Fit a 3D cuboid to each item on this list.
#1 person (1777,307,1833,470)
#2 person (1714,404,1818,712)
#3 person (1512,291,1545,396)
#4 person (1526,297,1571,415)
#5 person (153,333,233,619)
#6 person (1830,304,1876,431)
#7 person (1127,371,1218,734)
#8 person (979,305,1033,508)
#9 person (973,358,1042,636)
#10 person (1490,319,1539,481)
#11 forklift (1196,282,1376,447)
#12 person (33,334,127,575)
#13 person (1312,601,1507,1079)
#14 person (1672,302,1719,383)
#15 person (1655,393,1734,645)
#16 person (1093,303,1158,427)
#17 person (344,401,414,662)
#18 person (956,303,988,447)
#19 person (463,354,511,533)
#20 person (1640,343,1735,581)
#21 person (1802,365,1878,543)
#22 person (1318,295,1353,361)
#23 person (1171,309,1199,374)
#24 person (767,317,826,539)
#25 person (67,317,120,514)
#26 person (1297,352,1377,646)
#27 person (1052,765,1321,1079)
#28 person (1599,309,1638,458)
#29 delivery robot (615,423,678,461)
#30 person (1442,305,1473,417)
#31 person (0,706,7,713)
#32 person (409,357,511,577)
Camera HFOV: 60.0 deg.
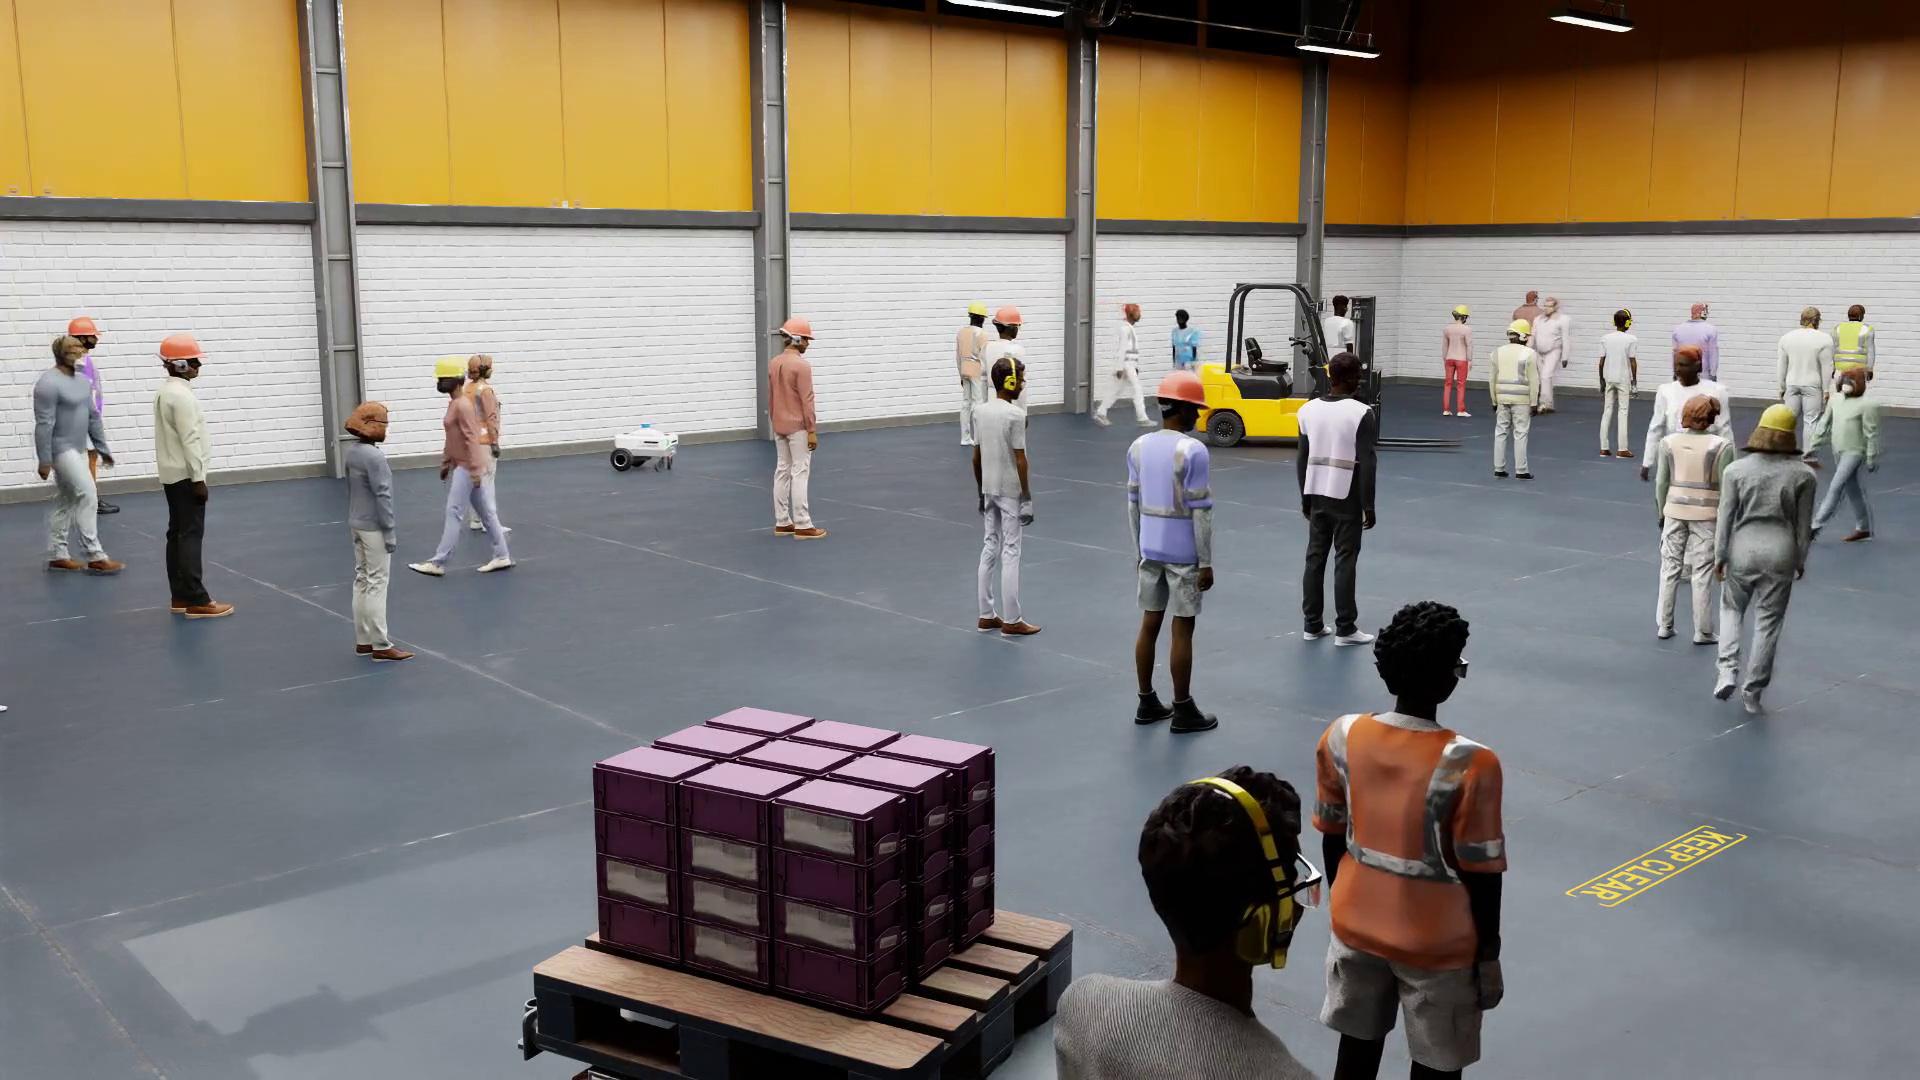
[{"bbox_3d":[10.047,-1.801,19.798,0.370,1.934,0.627,-8,13,-40],"label":"person"},{"bbox_3d":[4.475,0.105,9.286,0.493,1.720,0.407,4,11,24],"label":"person"},{"bbox_3d":[10.332,-3.553,30.132,0.406,1.911,0.636,-8,13,-40],"label":"person"},{"bbox_3d":[9.347,-2.940,26.631,0.784,1.875,0.659,-5,11,-28],"label":"person"},{"bbox_3d":[-5.433,-0.449,11.700,0.379,1.996,0.609,-8,13,-40],"label":"person"},{"bbox_3d":[12.820,-2.456,23.901,0.430,1.845,0.619,-8,13,-40],"label":"person"},{"bbox_3d":[1.149,0.063,8.898,0.374,1.928,0.542,-8,13,-40],"label":"person"},{"bbox_3d":[0.468,-1.316,16.635,0.380,2.045,0.605,-8,13,-40],"label":"person"},{"bbox_3d":[0.301,-0.288,11.148,0.326,1.865,0.518,-8,13,-40],"label":"person"},{"bbox_3d":[6.281,-1.577,18.809,0.403,1.823,0.586,-8,13,-40],"label":"person"},{"bbox_3d":[4.328,-2.346,22.227,2.313,2.155,1.214,3,10,16],"label":"forklift"},{"bbox_3d":[-6.981,-0.675,13.256,0.823,1.907,0.647,-1,10,-4],"label":"person"},{"bbox_3d":[1.119,0.990,4.145,0.321,1.697,0.529,-8,13,-40],"label":"person"},{"bbox_3d":[10.105,-2.304,22.842,0.406,1.902,0.636,-8,13,-40],"label":"person"},{"bbox_3d":[4.803,-0.135,10.895,0.311,1.642,0.512,-8,13,-40],"label":"person"},{"bbox_3d":[2.451,-2.608,24.810,0.967,1.843,0.580,2,10,11],"label":"person"},{"bbox_3d":[-3.682,-0.056,10.455,0.278,1.633,0.498,-8,13,-40],"label":"person"},{"bbox_3d":[0.201,-2.192,22.134,0.381,1.918,0.584,-8,13,-40],"label":"person"},{"bbox_3d":[-4.378,-0.882,15.272,0.311,1.642,0.512,-8,13,-40],"label":"person"},{"bbox_3d":[5.654,-0.594,12.948,0.675,1.857,0.658,-7,12,-34],"label":"person"},{"bbox_3d":[7.733,-0.744,14.614,0.887,1.580,0.526,-2,10,-9],"label":"person"},{"bbox_3d":[5.612,-2.660,24.755,0.378,1.958,0.600,-8,13,-40],"label":"person"},{"bbox_3d":[3.703,-2.959,27.343,0.542,1.674,0.441,9,13,41],"label":"person"},{"bbox_3d":[-1.477,-1.002,14.964,0.391,1.986,0.609,-8,13,-40],"label":"person"},{"bbox_3d":[-8.590,-1.223,16.399,0.363,1.939,0.542,-8,13,-40],"label":"person"},{"bbox_3d":[2.454,-0.266,10.873,0.390,1.914,0.587,-8,13,-40],"label":"person"},{"bbox_3d":[0.343,1.221,2.288,0.326,1.874,0.518,-8,13,-40],"label":"person"},{"bbox_3d":[8.305,-1.971,20.974,0.326,1.874,0.518,-8,13,-40],"label":"person"},{"bbox_3d":[-3.720,-1.150,19.741,0.707,0.478,0.477,2,10,11],"label":"delivery robot"},{"bbox_3d":[7.861,-2.816,26.256,0.327,1.760,0.523,-8,13,-40],"label":"person"},{"bbox_3d":[-5.556,0.156,9.204,0.311,1.639,0.512,-8,13,-40],"label":"person"},{"bbox_3d":[-3.986,-0.571,13.146,0.854,1.728,0.555,-4,10,-22],"label":"person"}]
